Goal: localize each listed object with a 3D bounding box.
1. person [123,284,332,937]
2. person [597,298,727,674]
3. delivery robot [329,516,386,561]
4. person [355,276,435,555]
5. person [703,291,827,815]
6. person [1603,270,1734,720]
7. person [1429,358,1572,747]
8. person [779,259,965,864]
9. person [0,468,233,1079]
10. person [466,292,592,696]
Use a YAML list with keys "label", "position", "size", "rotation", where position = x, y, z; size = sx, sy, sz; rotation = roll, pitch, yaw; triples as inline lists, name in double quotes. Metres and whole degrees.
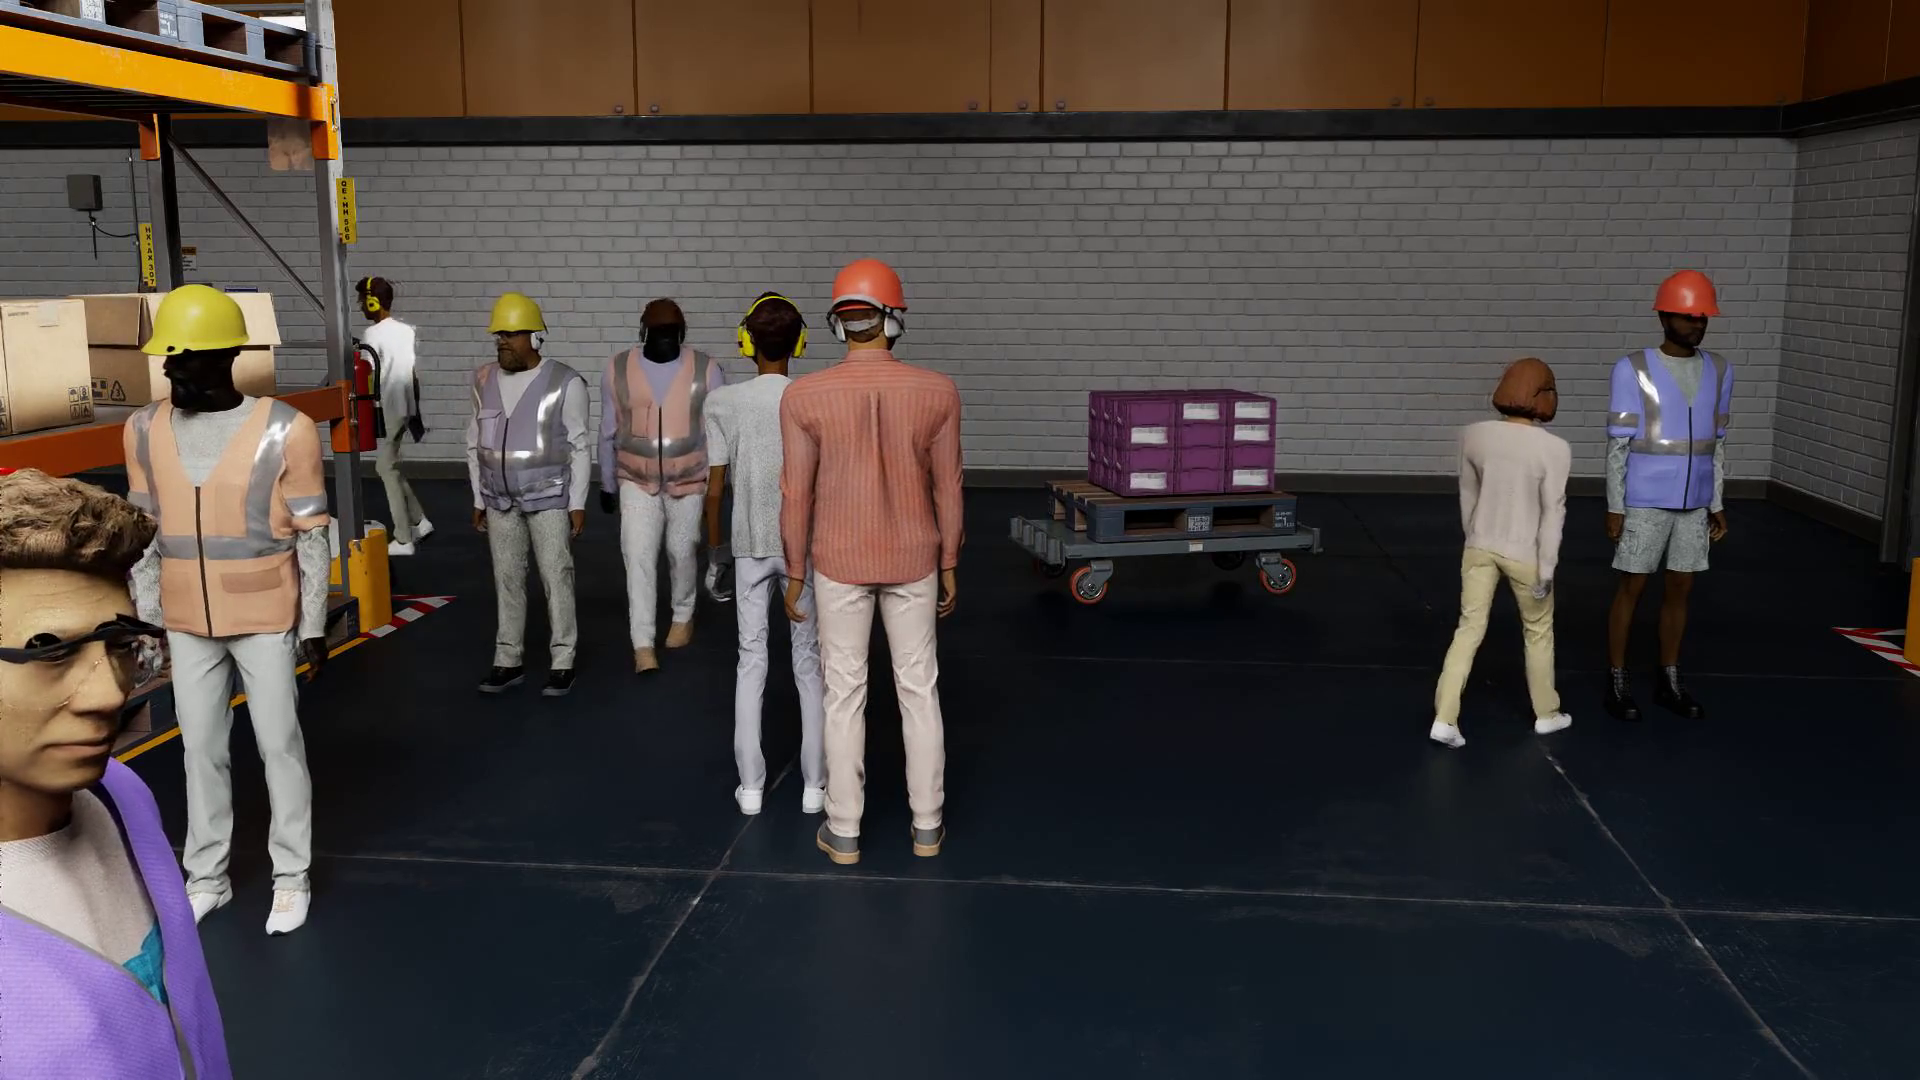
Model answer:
- label: "person"
  position: [-2.146, 0.220, 4.890]
  size: [0.589, 1.923, 0.383]
  rotation: [0, 10, 2]
- label: "person"
  position: [-1.462, -0.291, 8.204]
  size: [0.642, 1.798, 0.869]
  rotation: [-1, 10, -7]
- label: "delivery robot"
  position: [-3.715, 0.027, 9.640]
  size: [0.707, 0.478, 0.477]
  rotation: [-6, 11, -30]
- label: "person"
  position: [-3.781, -0.801, 10.959]
  size: [0.381, 1.850, 0.522]
  rotation: [2, 10, 11]
- label: "person"
  position: [-0.652, 0.056, 5.964]
  size: [0.533, 1.876, 0.320]
  rotation: [0, 10, -1]
- label: "person"
  position: [3.048, -0.179, 7.139]
  size: [0.553, 1.934, 0.367]
  rotation: [-1, 10, -8]
- label: "person"
  position: [2.235, 0.054, 6.781]
  size: [0.508, 1.594, 0.817]
  rotation: [9, 14, 43]
- label: "person"
  position: [-0.290, 0.080, 5.499]
  size: [0.613, 1.991, 0.392]
  rotation: [-2, 10, -9]
- label: "person"
  position: [-0.842, 0.847, 1.524]
  size: [0.374, 1.841, 0.575]
  rotation: [-1, 10, -7]
- label: "person"
  position: [-1.963, -0.199, 7.544]
  size: [0.592, 1.833, 0.404]
  rotation: [2, 10, 14]
